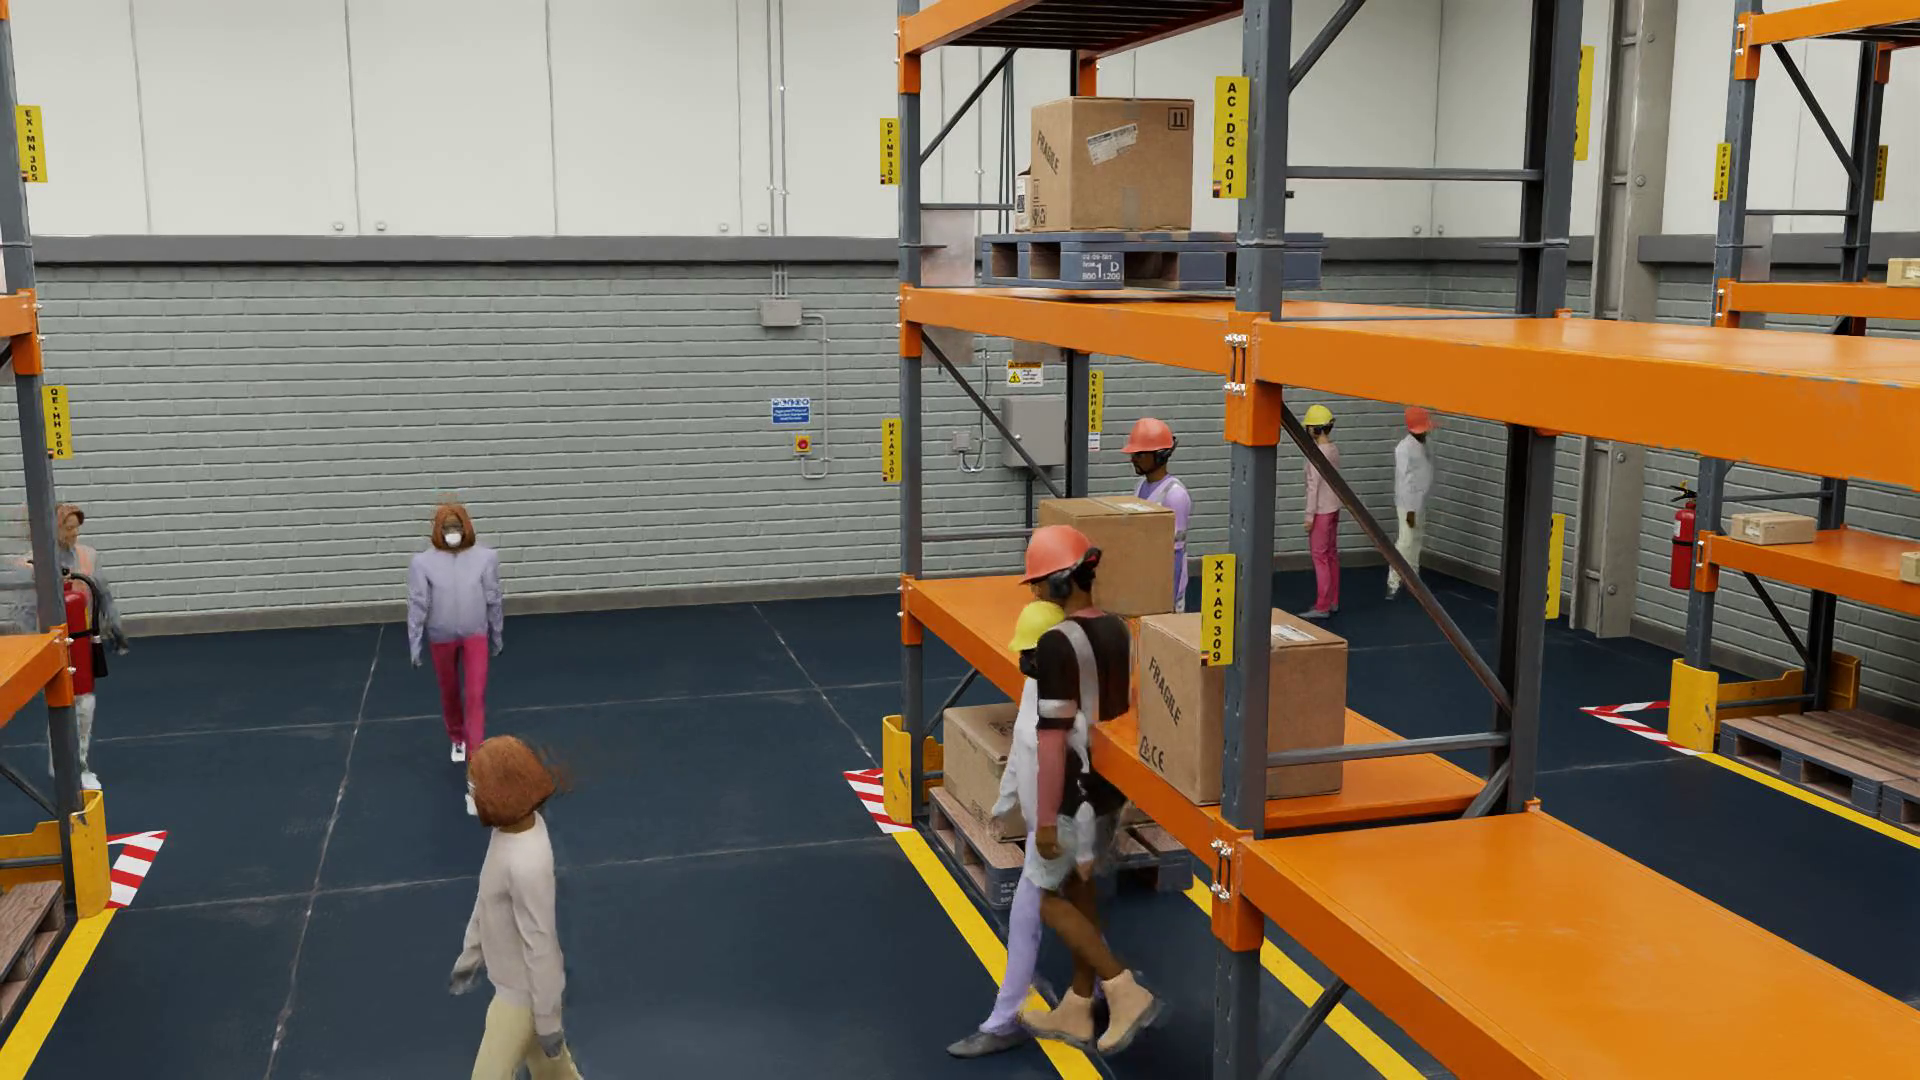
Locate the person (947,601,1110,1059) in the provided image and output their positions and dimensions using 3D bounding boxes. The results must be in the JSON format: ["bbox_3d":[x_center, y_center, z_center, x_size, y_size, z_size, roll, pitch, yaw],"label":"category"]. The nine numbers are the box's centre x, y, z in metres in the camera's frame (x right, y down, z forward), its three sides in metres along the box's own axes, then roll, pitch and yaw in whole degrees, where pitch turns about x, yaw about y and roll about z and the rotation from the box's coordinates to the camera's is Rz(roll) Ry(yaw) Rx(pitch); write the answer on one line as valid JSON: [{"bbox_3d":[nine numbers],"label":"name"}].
[{"bbox_3d":[0.321,1.079,6.331,0.781,1.731,0.543,-3,10,-15],"label":"person"}]

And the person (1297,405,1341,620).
[{"bbox_3d":[2.950,-0.230,13.704,0.349,1.758,0.521,5,11,28],"label":"person"}]

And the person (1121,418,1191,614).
[{"bbox_3d":[1.157,0.282,10.007,0.406,2.035,0.601,-3,10,-18],"label":"person"}]

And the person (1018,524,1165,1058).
[{"bbox_3d":[0.472,0.952,6.254,0.632,2.000,0.672,6,12,33],"label":"person"}]

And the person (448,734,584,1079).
[{"bbox_3d":[-1.364,1.365,5.047,0.736,1.602,0.507,-3,10,-16],"label":"person"}]

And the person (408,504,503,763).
[{"bbox_3d":[-2.894,0.578,9.563,0.522,1.581,0.875,-3,10,-17],"label":"person"}]

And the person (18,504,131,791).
[{"bbox_3d":[-4.950,0.599,9.345,0.576,1.613,0.509,2,10,10],"label":"person"}]

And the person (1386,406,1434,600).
[{"bbox_3d":[3.979,-0.339,14.479,0.329,1.701,0.668,7,12,35],"label":"person"}]
